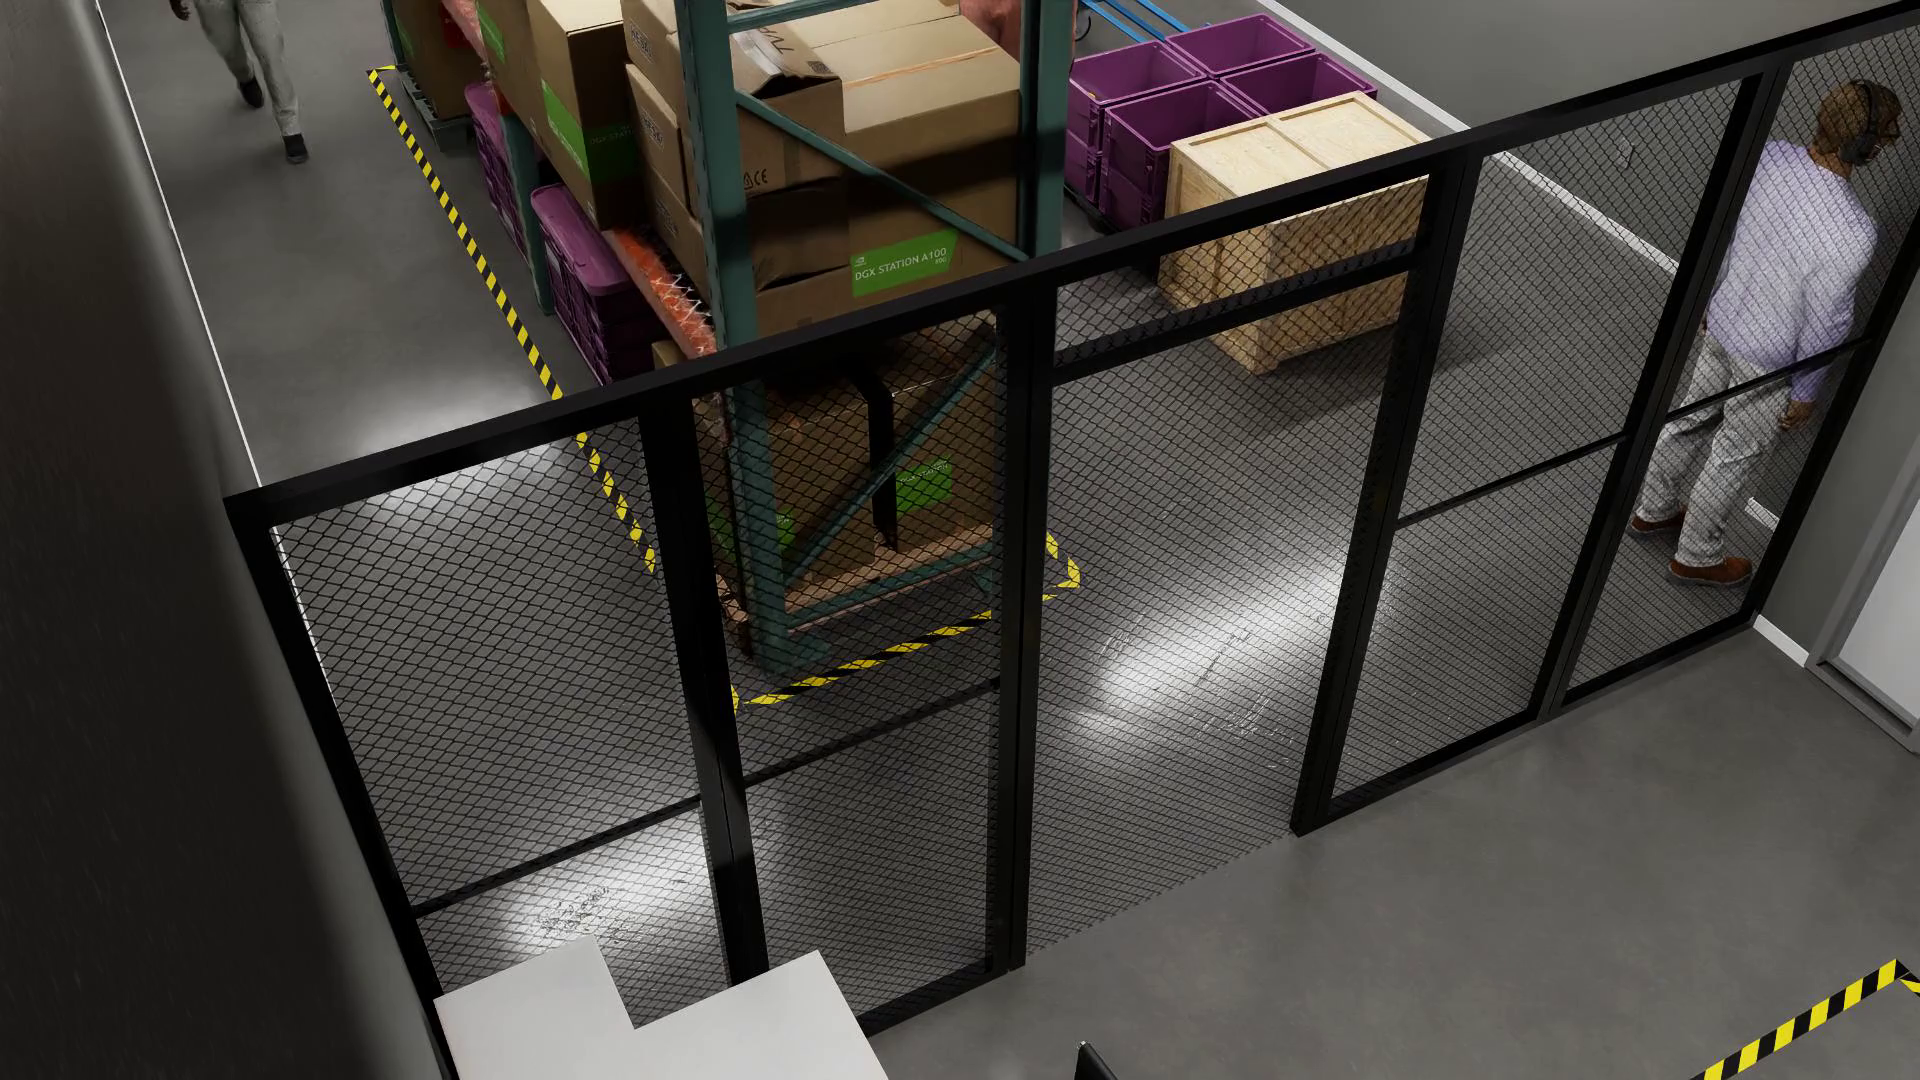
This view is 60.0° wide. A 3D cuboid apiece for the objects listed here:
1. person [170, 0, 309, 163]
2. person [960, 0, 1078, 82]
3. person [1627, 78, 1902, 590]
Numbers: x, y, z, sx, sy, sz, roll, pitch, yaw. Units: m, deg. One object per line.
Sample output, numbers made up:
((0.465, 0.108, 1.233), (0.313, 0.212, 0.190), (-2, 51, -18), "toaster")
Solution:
((-3.595, -2.821, 8.136), (0.591, 1.801, 0.839), (-13, 44, -14), "person")
((0.215, -1.810, 6.883), (0.610, 1.996, 0.378), (-31, 51, -29), "person")
((2.735, -0.669, 5.677), (0.357, 1.938, 0.637), (-8, 43, -9), "person")
